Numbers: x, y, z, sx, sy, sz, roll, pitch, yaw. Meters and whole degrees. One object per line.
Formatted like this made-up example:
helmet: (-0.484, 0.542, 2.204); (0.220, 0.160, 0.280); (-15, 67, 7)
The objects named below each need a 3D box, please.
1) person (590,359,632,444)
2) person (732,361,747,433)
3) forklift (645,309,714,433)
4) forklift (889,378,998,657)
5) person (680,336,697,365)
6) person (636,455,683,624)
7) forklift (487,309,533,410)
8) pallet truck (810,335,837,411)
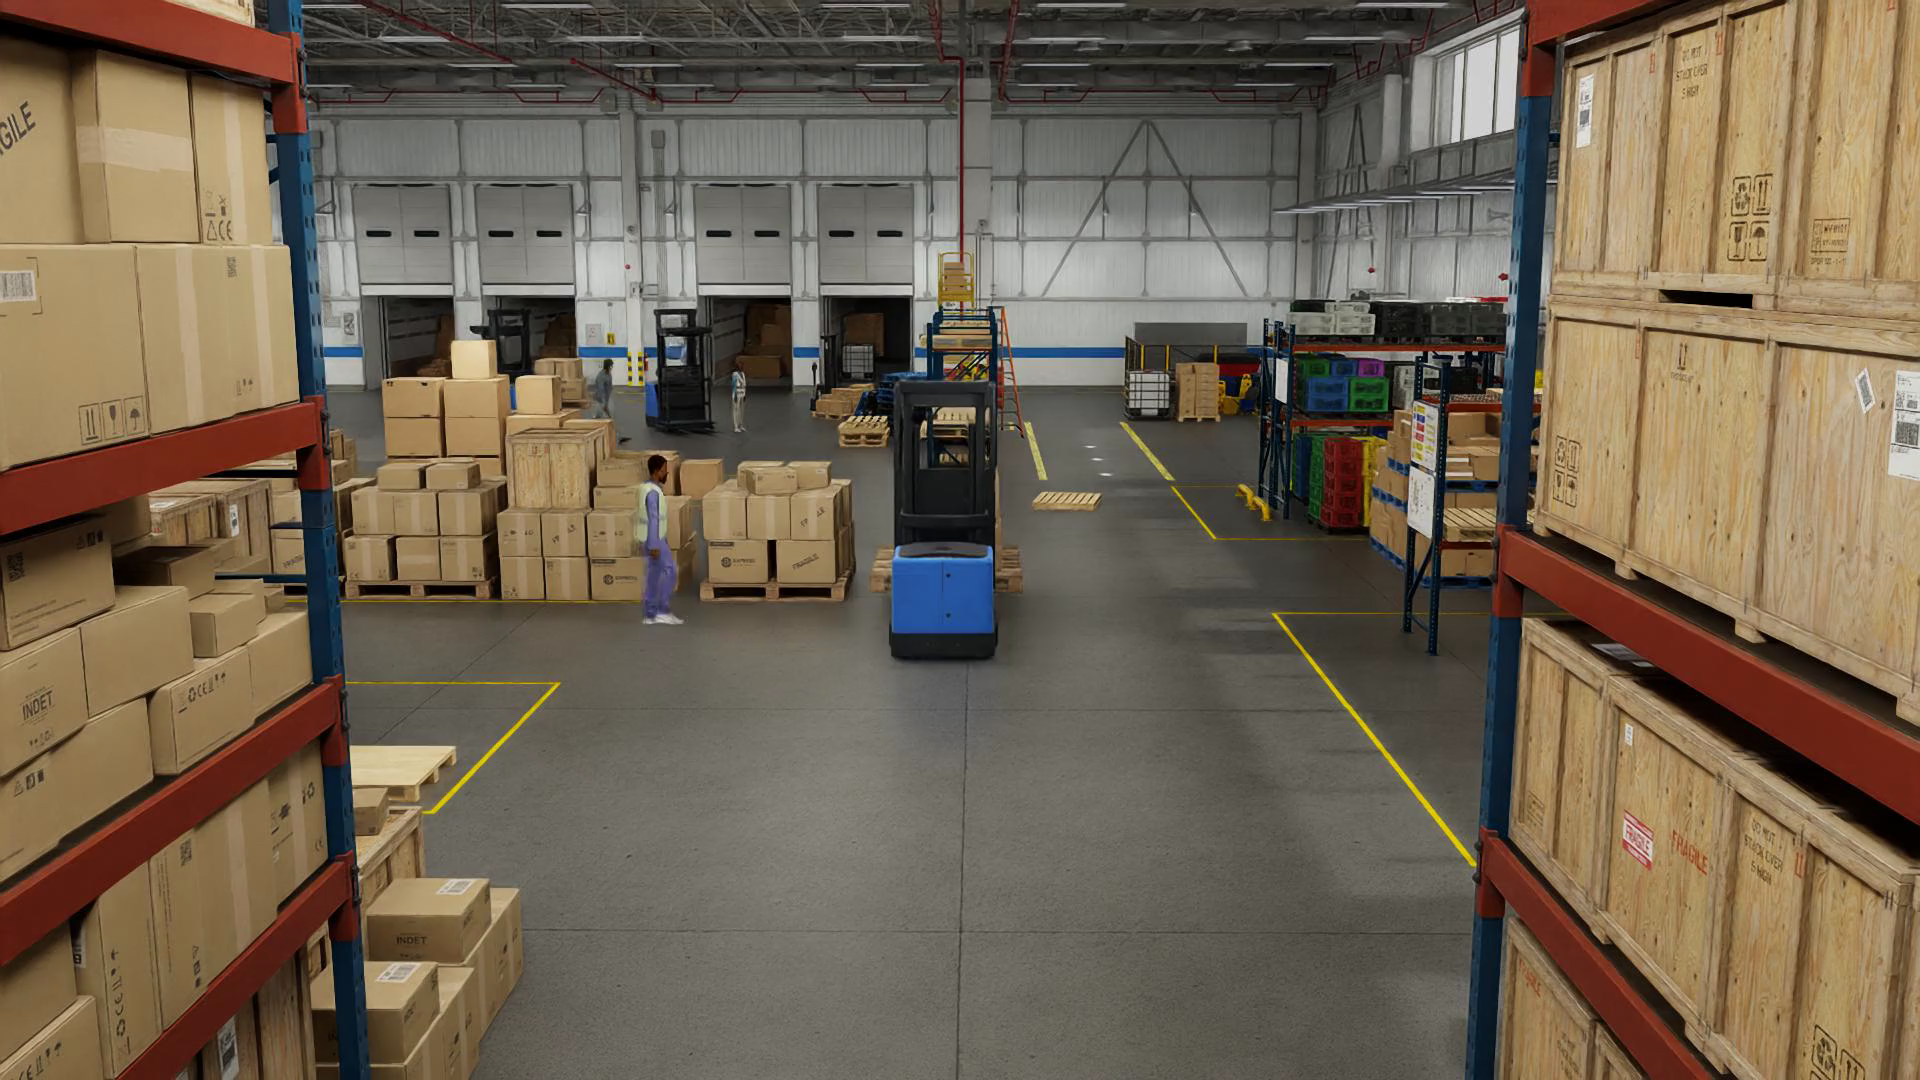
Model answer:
person: (-7.668, -2.971, 35.783); (1.089, 1.871, 0.661); (2, 10, 12)
person: (-5.092, -3.299, 38.312); (0.310, 1.638, 0.523); (3, 10, 17)
forklift: (-6.574, -3.962, 38.561); (1.129, 2.768, 1.873); (-5, 11, -27)
forklift: (-0.166, -0.303, 17.448); (1.129, 2.768, 1.873); (0, 10, 1)
person: (-7.653, -4.855, 46.584); (0.978, 1.882, 0.567); (4, 11, 24)
person: (-3.309, -0.001, 18.502); (0.591, 1.904, 0.631); (-2, 10, -14)
forklift: (-10.359, -3.940, 38.434); (1.129, 2.768, 1.873); (-8, 13, -38)
pallet truck: (-3.021, -4.312, 43.126); (1.885, 1.965, 0.823); (3, 10, 17)
